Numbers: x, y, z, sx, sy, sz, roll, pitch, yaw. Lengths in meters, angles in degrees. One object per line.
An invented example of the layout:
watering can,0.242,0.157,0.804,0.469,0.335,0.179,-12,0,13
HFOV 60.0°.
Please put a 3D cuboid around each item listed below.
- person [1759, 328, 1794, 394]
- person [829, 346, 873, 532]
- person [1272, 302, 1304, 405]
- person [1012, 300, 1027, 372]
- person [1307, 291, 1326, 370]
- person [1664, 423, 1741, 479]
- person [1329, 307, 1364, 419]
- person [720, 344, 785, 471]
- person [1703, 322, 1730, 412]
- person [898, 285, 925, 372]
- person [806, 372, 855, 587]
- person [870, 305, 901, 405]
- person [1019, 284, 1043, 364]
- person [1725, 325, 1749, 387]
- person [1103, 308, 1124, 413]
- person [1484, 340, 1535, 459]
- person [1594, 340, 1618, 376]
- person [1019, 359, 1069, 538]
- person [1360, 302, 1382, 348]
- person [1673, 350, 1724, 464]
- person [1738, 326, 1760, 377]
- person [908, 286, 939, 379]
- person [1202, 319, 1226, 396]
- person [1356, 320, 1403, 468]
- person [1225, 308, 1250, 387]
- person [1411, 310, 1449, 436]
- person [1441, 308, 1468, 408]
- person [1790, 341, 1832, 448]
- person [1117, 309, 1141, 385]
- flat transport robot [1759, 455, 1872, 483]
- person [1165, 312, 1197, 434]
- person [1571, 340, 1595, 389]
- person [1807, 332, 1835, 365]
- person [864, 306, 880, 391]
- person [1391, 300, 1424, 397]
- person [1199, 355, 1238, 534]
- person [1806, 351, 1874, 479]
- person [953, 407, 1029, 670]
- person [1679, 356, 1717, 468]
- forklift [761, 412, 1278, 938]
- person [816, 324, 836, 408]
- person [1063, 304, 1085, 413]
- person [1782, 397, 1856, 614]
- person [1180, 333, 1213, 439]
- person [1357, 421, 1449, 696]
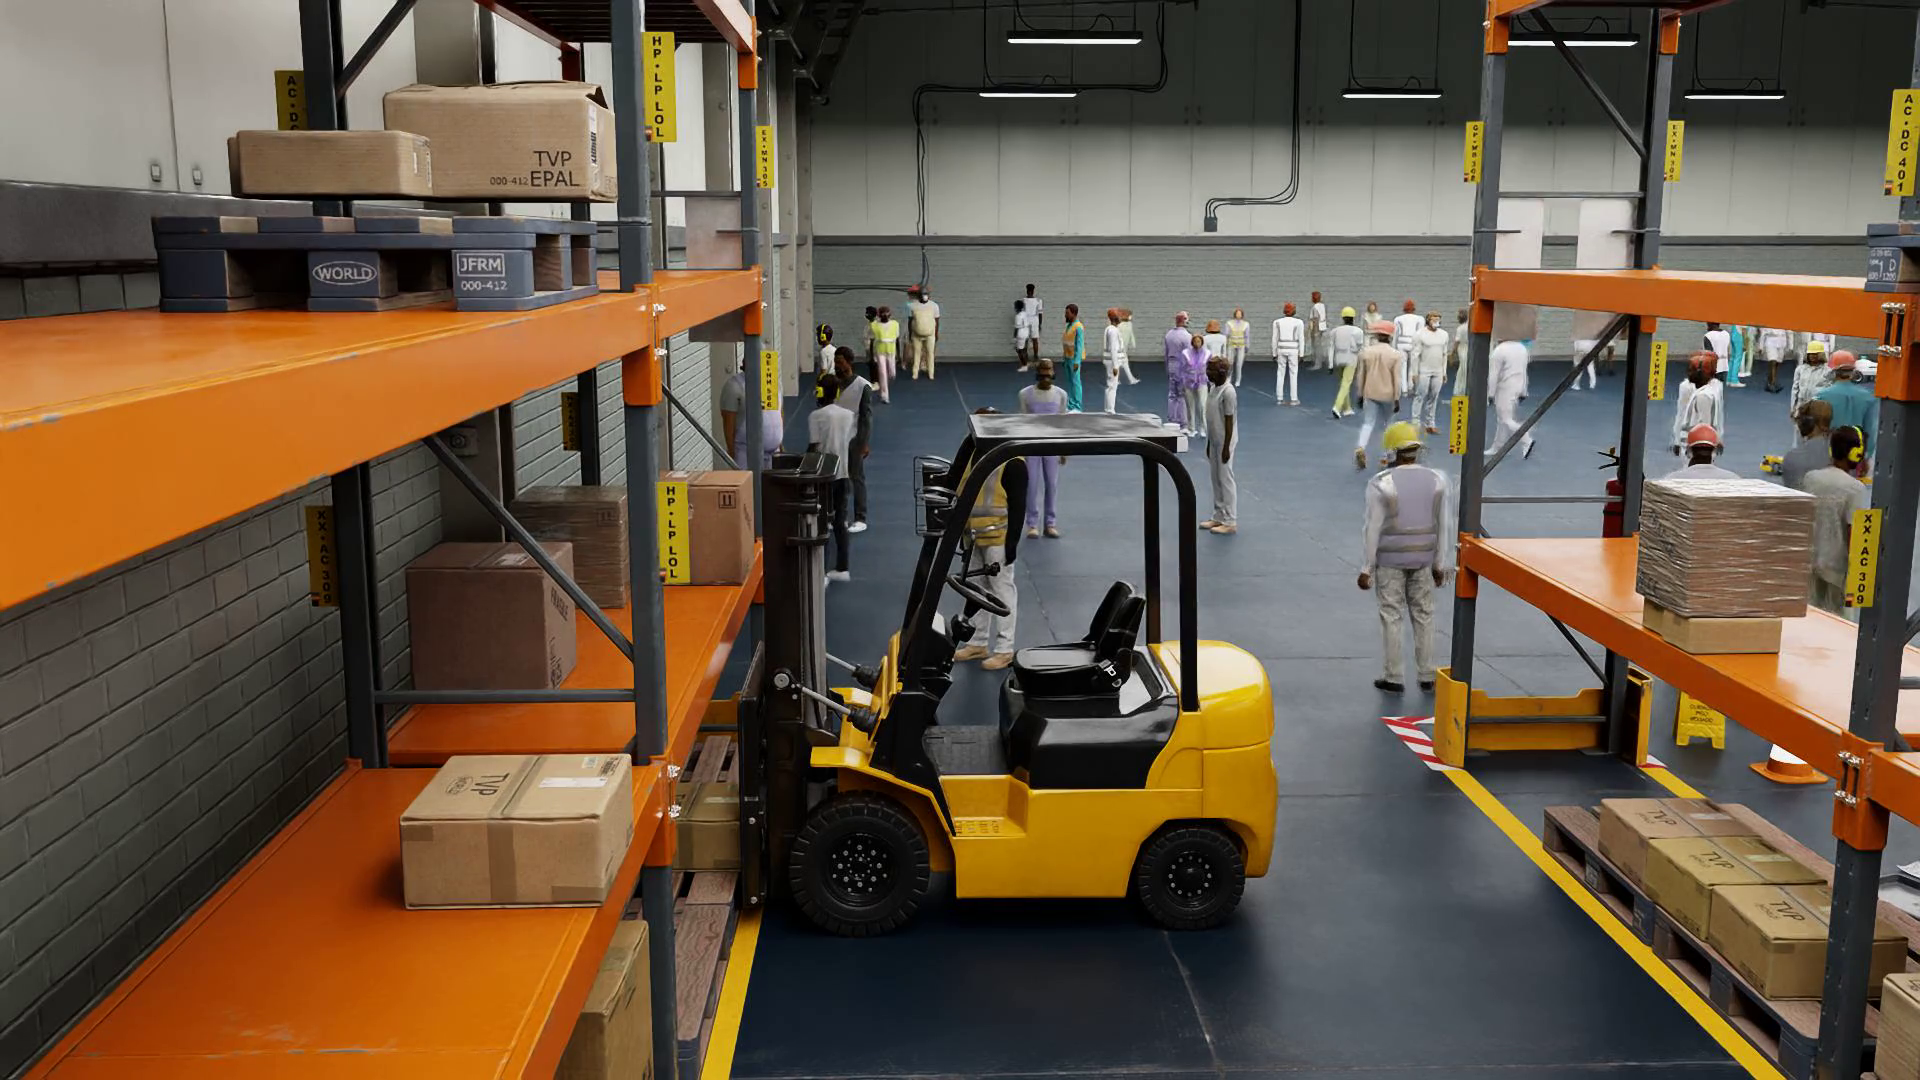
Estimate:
person,16.143,-3.825,32.794,0.570,1.878,1.020,0,10,0
person,-1.160,-1.043,17.210,0.598,1.917,0.375,7,13,36
person,6.029,-3.422,30.556,0.585,1.882,0.337,5,11,25
person,1.386,-4.679,38.168,0.347,1.654,0.597,2,10,10
person,8.333,-4.870,38.732,0.372,1.842,0.570,5,11,25
person,5.076,0.066,11.493,0.573,1.747,0.335,0,10,-2
person,6.542,-3.021,28.308,0.580,1.894,0.943,9,14,41
person,-2.012,-0.985,16.546,0.700,2.000,0.535,-9,14,-41
person,11.733,-2.600,25.883,0.590,1.919,0.396,-8,13,-37
person,-1.073,-4.871,38.372,0.631,1.990,1.011,-6,12,-30
person,-1.160,-0.520,14.462,0.355,1.864,0.577,10,14,43
person,-1.400,-3.432,30.758,0.595,1.827,0.581,-4,11,-21
person,1.711,-5.284,40.701,0.616,1.964,0.361,-1,10,-7
person,16.102,-4.072,34.329,0.360,1.837,0.506,1,10,5
person,2.564,-2.919,27.758,0.345,1.882,0.584,0,10,-1
person,7.623,-2.055,22.973,0.655,1.880,0.829,-8,13,-37
person,14.339,-4.569,36.874,0.575,1.907,0.839,-1,10,-4
person,0.840,-0.921,16.787,0.520,1.823,0.399,-1,10,-7
person,9.390,-4.651,38.100,0.537,1.624,0.514,0,10,0
person,7.736,-1.076,17.544,0.574,1.868,0.583,-5,11,-26
person,17.516,-4.539,36.998,0.517,1.829,0.671,3,11,19
person,-0.794,-4.527,36.279,0.701,2.000,0.535,0,10,1
person,4.429,-3.045,29.157,0.505,1.633,0.279,-4,11,-24
person,5.519,-1.914,21.938,0.624,1.967,0.851,7,12,33
person,5.724,-3.985,34.398,0.545,1.623,0.380,0,10,3
person,7.263,-2.583,25.730,0.633,1.938,0.356,-3,11,-18
person,8.901,-3.221,29.634,0.863,1.806,0.526,10,14,43
person,10.794,-1.654,21.103,0.493,1.743,0.297,8,13,39
person,3.473,-4.019,34.682,0.865,1.586,0.523,7,12,35
flat transport robot,10.798,-0.904,21.029,0.652,0.197,1.431,-1,10,-3
person,3.463,-2.604,25.942,0.407,1.905,0.655,-5,11,-26
person,12.615,-3.891,33.597,0.494,1.726,0.639,-1,10,-3
person,16.967,-3.701,32.795,0.307,1.640,0.519,-8,13,-37
person,-1.781,-3.851,33.474,0.316,1.696,0.540,-4,11,-22
person,8.713,-3.736,32.414,0.606,1.841,0.923,2,10,12
person,2.675,-0.983,17.121,0.349,1.837,0.502,-3,10,-14
person,8.293,-0.789,15.715,0.633,1.966,0.550,-1,10,-4
person,0.194,-0.017,11.708,0.430,1.845,0.619,-7,13,-36
person,7.222,-0.863,16.302,0.341,1.882,0.587,5,11,25
forklift,0.291,0.548,7.580,2.313,2.155,1.214,0,10,-2
person,-1.838,-2.021,22.837,0.331,1.862,0.502,3,11,16
person,1.955,-3.122,28.793,0.392,1.919,0.592,-4,11,-20
person,5.880,-0.020,11.496,0.628,1.934,0.374,-4,11,-23
person,3.583,-2.323,25.214,0.507,1.600,0.818,1,10,7
person,2.952,0.132,11.018,0.669,1.810,0.409,-2,10,-13
